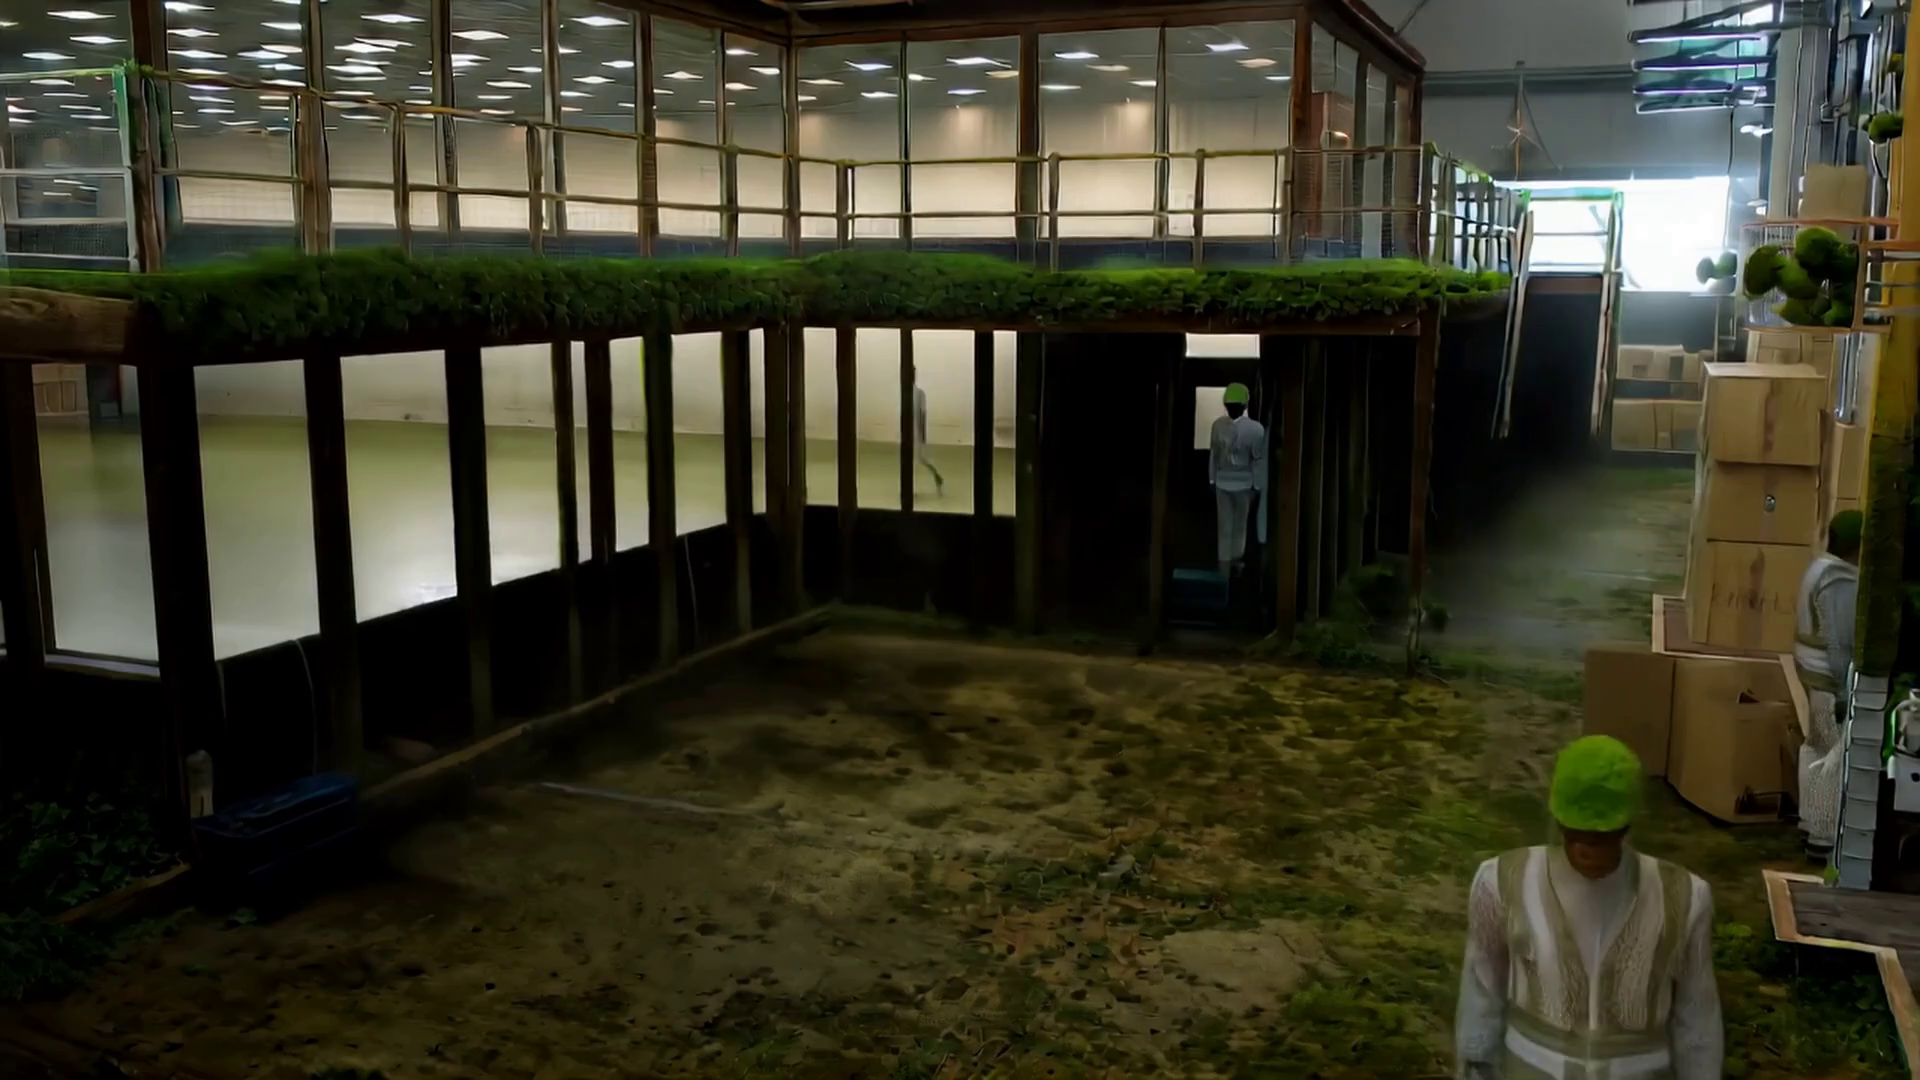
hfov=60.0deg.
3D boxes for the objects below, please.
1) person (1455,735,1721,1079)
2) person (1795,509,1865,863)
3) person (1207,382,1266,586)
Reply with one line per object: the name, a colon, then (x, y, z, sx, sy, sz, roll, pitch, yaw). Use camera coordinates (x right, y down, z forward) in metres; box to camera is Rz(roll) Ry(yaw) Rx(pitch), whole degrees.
person: (1.584, 1.422, 4.228, 0.621, 1.934, 0.448, 3, 10, 16)
person: (4.570, 0.752, 8.632, 0.429, 1.843, 0.627, 3, 10, 20)
person: (2.671, -0.544, 16.185, 0.612, 1.986, 0.407, 8, 12, 42)
